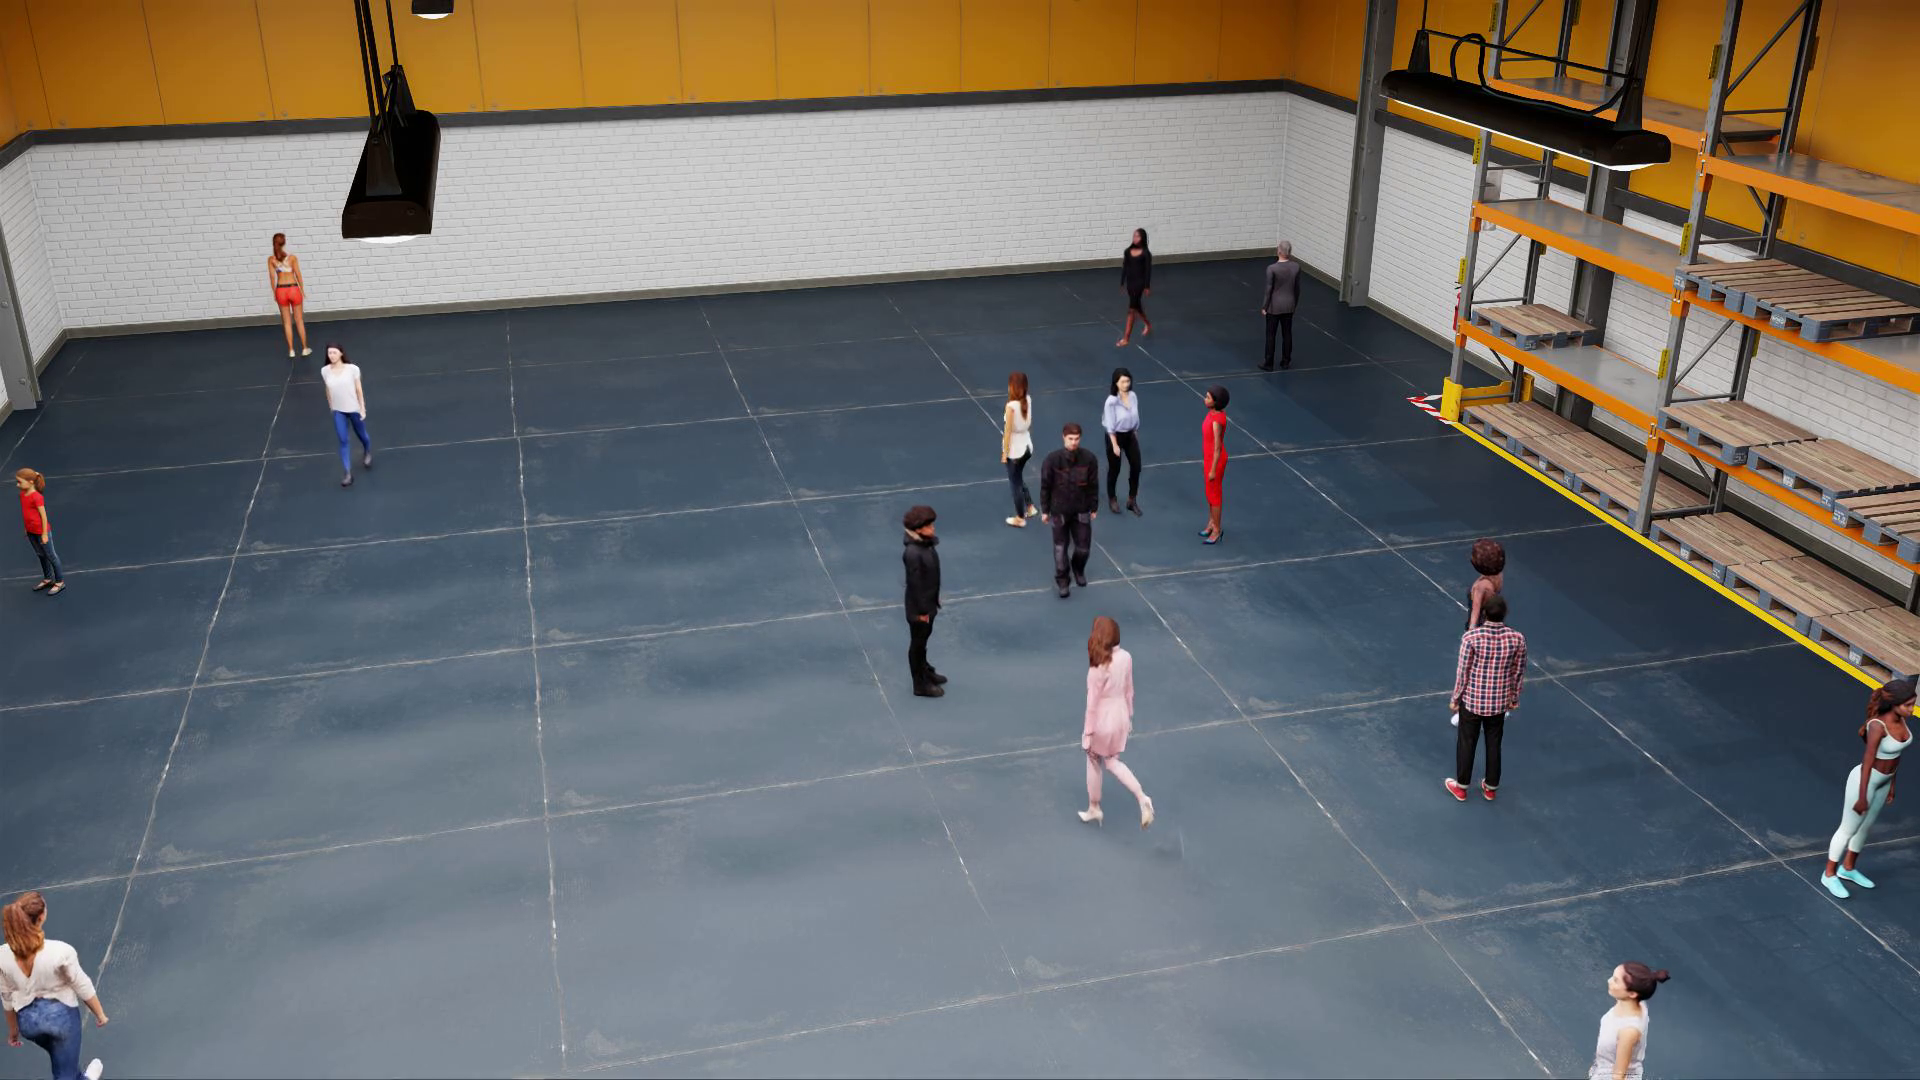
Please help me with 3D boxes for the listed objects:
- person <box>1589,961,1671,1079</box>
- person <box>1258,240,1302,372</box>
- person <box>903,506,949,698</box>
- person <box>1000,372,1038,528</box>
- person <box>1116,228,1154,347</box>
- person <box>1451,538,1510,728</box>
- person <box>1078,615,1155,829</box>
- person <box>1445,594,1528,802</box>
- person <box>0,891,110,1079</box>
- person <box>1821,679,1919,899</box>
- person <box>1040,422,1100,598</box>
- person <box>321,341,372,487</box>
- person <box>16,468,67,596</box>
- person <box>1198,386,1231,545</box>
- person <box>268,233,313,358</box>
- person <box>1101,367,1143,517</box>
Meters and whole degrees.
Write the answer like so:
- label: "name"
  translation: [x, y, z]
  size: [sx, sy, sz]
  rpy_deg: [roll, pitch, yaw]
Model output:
- label: "person"
  translation: [3.694, 2.997, 9.188]
  size: [0.874, 1.595, 0.841]
  rpy_deg: [9, 25, 20]
- label: "person"
  translation: [4.476, -3.279, 23.237]
  size: [0.718, 1.842, 0.606]
  rpy_deg: [-8, 25, -17]
- label: "person"
  translation: [-0.351, 0.511, 14.648]
  size: [0.798, 1.777, 0.712]
  rpy_deg: [6, 24, 13]
- label: "person"
  translation: [0.713, -0.950, 17.993]
  size: [0.800, 1.774, 0.748]
  rpy_deg: [16, 28, 32]
- label: "person"
  translation: [2.634, -3.727, 24.465]
  size: [1.192, 1.679, 1.117]
  rpy_deg: [20, 30, 38]
- label: "person"
  translation: [4.437, 0.832, 13.915]
  size: [0.870, 1.775, 0.780]
  rpy_deg: [19, 30, 37]
- label: "person"
  translation: [1.177, 1.445, 12.505]
  size: [0.903, 1.781, 1.055]
  rpy_deg: [-21, 31, -40]
- label: "person"
  translation: [4.109, 1.230, 13.022]
  size: [0.750, 1.761, 0.660]
  rpy_deg: [-1, 24, -1]
- label: "person"
  translation: [-5.209, 2.830, 9.461]
  size: [0.798, 1.683, 1.104]
  rpy_deg: [-1, 24, -2]
- label: "person"
  translation: [6.504, 1.754, 11.871]
  size: [0.612, 1.724, 0.613]
  rpy_deg: [-14, 27, -29]
- label: "person"
  translation: [1.088, -0.335, 16.515]
  size: [0.816, 1.832, 0.794]
  rpy_deg: [0, 24, 0]
- label: "person"
  translation: [-7.119, -1.514, 19.433]
  size: [0.725, 1.653, 1.127]
  rpy_deg: [-3, 24, -6]
- label: "person"
  translation: [-9.211, -0.105, 16.639]
  size: [0.572, 1.311, 0.632]
  rpy_deg: [13, 27, 26]
- label: "person"
  translation: [2.707, -0.804, 17.699]
  size: [0.687, 1.743, 0.528]
  rpy_deg: [0, 24, 0]
- label: "person"
  translation: [-9.627, -3.514, 23.839]
  size: [0.575, 1.790, 0.524]
  rpy_deg: [-6, 24, -13]
- label: "person"
  translation: [1.716, -1.096, 18.391]
  size: [0.738, 1.723, 0.788]
  rpy_deg: [-14, 27, -29]
